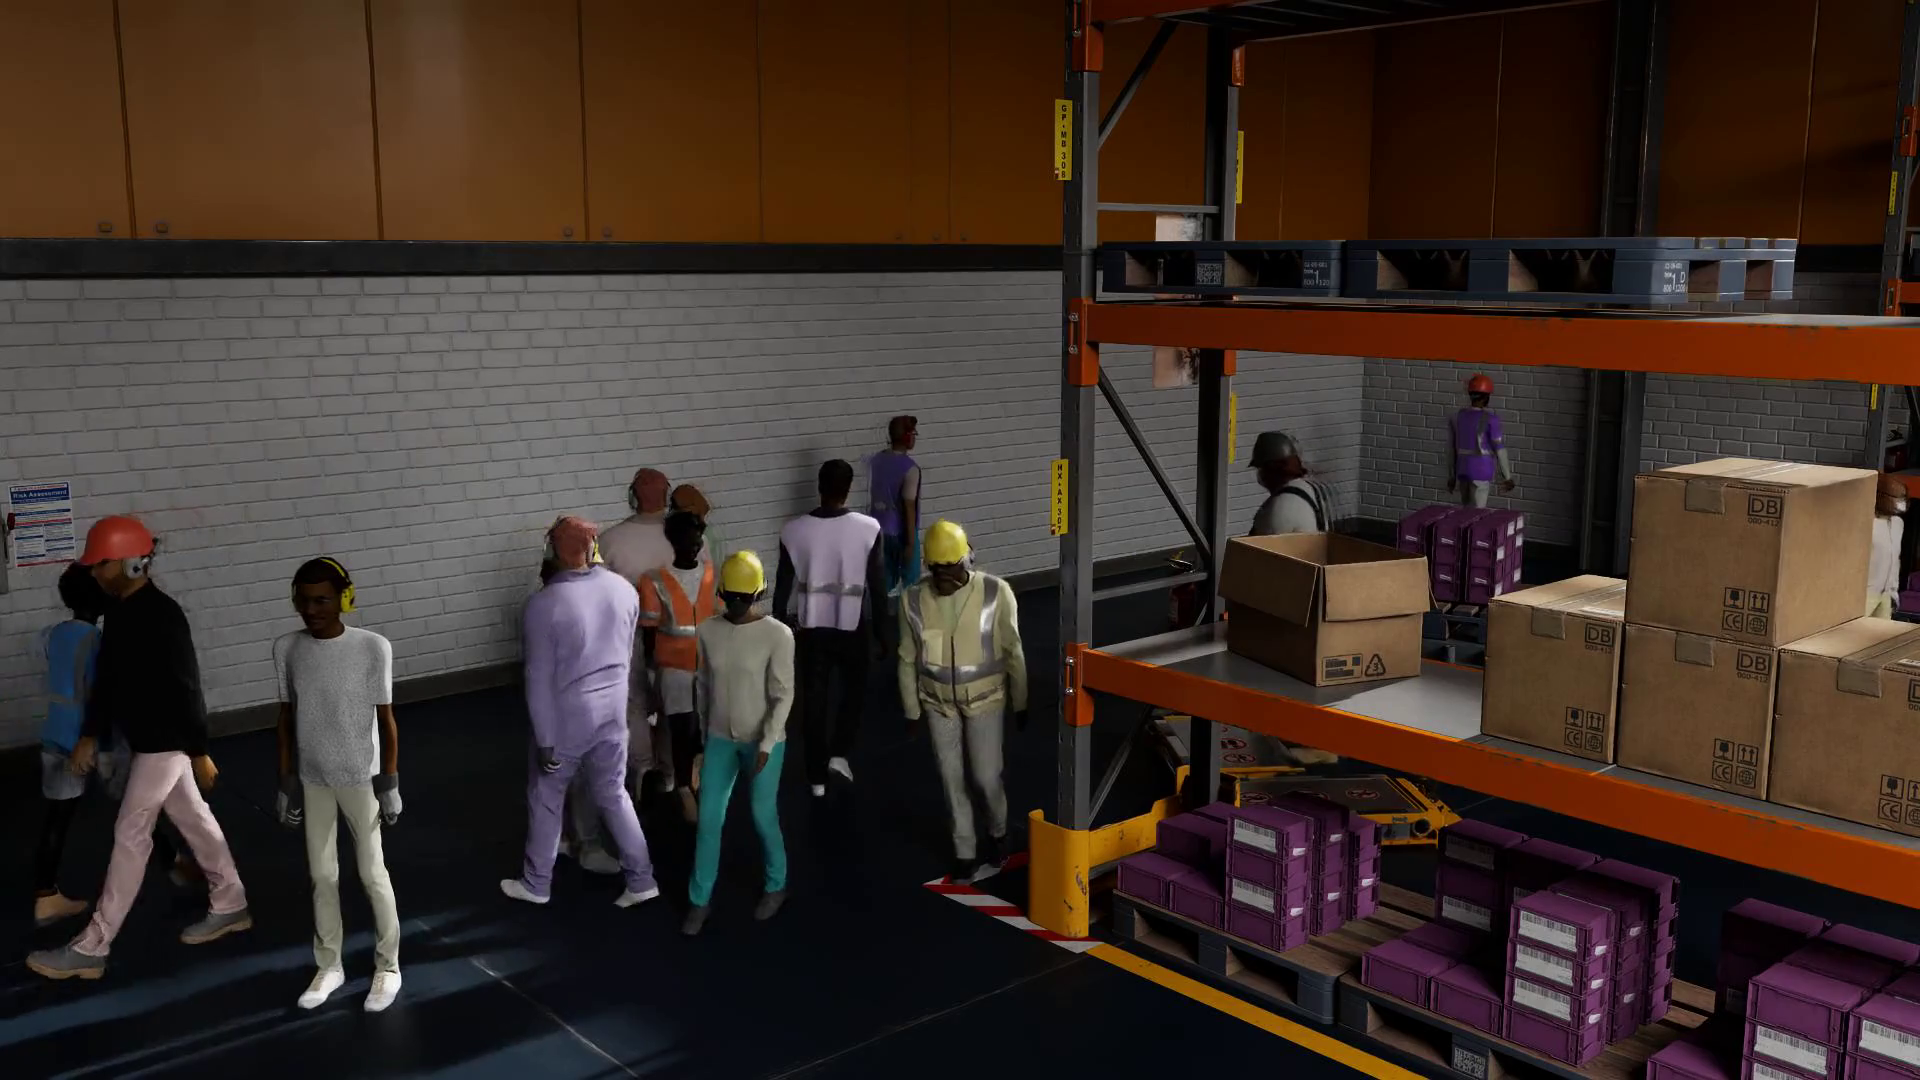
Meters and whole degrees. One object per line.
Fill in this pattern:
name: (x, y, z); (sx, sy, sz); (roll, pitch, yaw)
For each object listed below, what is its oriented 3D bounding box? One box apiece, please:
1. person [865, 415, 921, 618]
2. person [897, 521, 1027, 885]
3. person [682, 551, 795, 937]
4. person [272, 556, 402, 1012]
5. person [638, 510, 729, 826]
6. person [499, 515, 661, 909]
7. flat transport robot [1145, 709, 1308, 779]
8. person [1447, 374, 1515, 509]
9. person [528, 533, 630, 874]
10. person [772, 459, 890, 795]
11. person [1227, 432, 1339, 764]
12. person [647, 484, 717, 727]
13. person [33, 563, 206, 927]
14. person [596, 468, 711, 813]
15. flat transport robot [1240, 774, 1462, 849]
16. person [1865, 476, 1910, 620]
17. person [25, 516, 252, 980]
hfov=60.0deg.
person: (-0.535, -0.047, 12.765); (0.673, 1.830, 0.575); (-7, 12, -37)
person: (0.000, 0.786, 8.001); (0.626, 1.795, 0.475); (2, 10, 12)
person: (-0.960, 0.902, 7.490); (0.545, 1.740, 0.573); (4, 10, 21)
person: (-2.503, 0.979, 6.693); (0.516, 1.858, 0.316); (1, 10, 6)
person: (-1.487, 0.662, 9.074); (0.541, 1.679, 0.649); (-5, 11, -26)
person: (-1.764, 0.810, 7.681); (0.769, 1.869, 0.644); (8, 13, 39)
flat transport robot: (1.532, 1.256, 9.700); (0.652, 0.197, 1.431); (-1, 10, -4)
person: (5.059, -0.639, 16.040); (0.836, 1.904, 0.556); (-6, 11, -30)
person: (-1.851, 0.787, 8.254); (0.713, 1.707, 0.484); (3, 10, 19)
person: (-0.731, 0.492, 9.410); (0.679, 1.898, 0.456); (1, 10, 3)
person: (1.883, 0.311, 10.057); (0.993, 2.000, 0.709); (5, 11, 26)
person: (-1.665, 0.421, 10.765); (0.887, 1.580, 0.511); (-6, 12, -33)
person: (-3.935, 0.902, 7.702); (0.549, 1.647, 0.872); (6, 12, 33)
person: (-1.669, 0.552, 9.122); (0.660, 1.883, 0.768); (-3, 10, -18)
flat transport robot: (1.892, 1.426, 8.705); (1.431, 0.197, 0.652); (-1, 10, -5)
person: (5.994, 0.379, 10.932); (0.510, 1.614, 0.357); (-5, 11, -29)
person: (-3.534, 0.866, 7.086); (0.987, 1.938, 0.602); (-9, 13, -41)
